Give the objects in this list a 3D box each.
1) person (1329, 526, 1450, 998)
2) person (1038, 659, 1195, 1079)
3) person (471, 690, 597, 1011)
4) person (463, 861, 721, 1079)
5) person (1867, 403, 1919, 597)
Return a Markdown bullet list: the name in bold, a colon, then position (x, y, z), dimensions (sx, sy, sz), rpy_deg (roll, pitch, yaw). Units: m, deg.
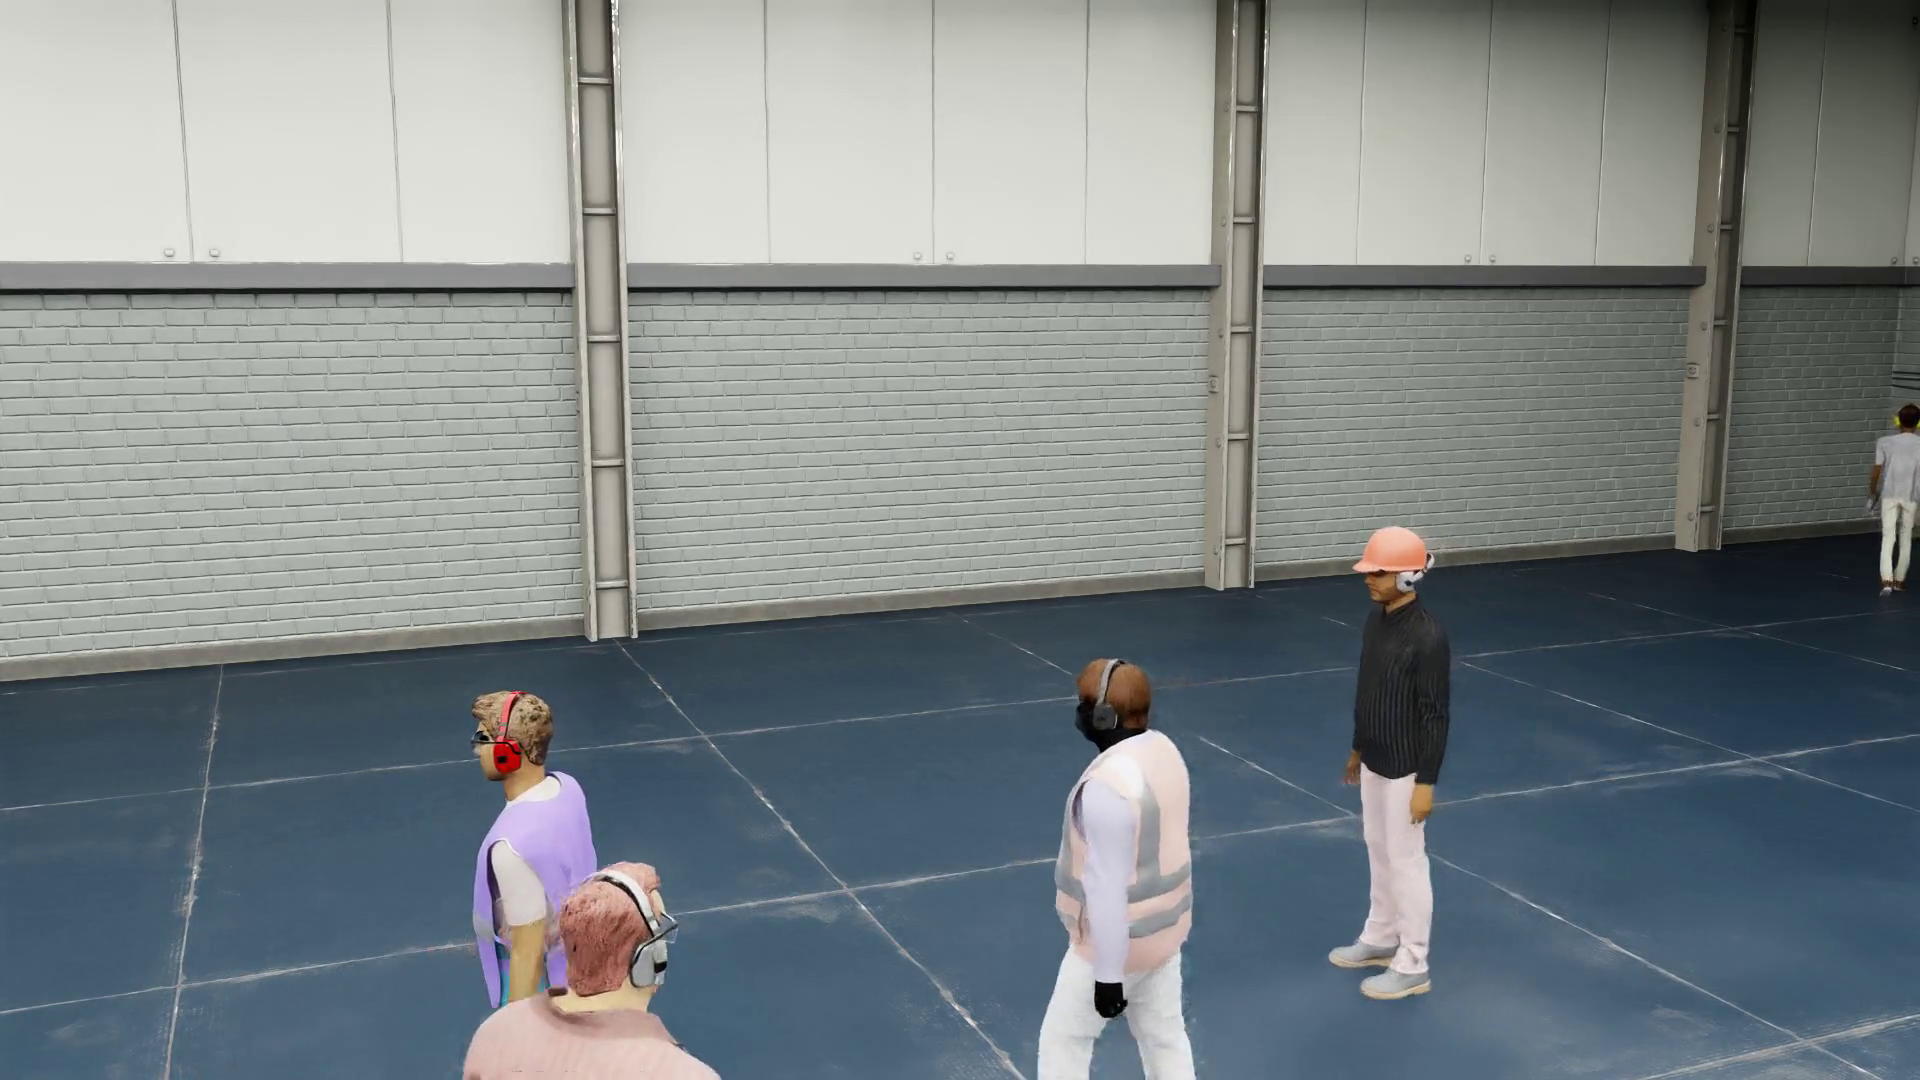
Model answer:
- **person**: position (1.829, 0.925, 7.052), dimensions (0.395, 1.991, 0.624), rpy_deg (-2, 9, -11)
- **person**: position (0.441, 1.274, 5.438), dimensions (0.822, 1.807, 0.652), rpy_deg (5, 10, 28)
- **person**: position (-1.221, 1.343, 4.893), dimensions (0.373, 1.843, 0.571), rpy_deg (0, 9, 1)
- **person**: position (-0.659, 1.568, 3.441), dimensions (0.669, 1.853, 1.011), rpy_deg (6, 11, 34)
- **person**: position (8.930, -0.379, 15.795), dimensions (0.512, 1.826, 0.922), rpy_deg (4, 10, 24)
